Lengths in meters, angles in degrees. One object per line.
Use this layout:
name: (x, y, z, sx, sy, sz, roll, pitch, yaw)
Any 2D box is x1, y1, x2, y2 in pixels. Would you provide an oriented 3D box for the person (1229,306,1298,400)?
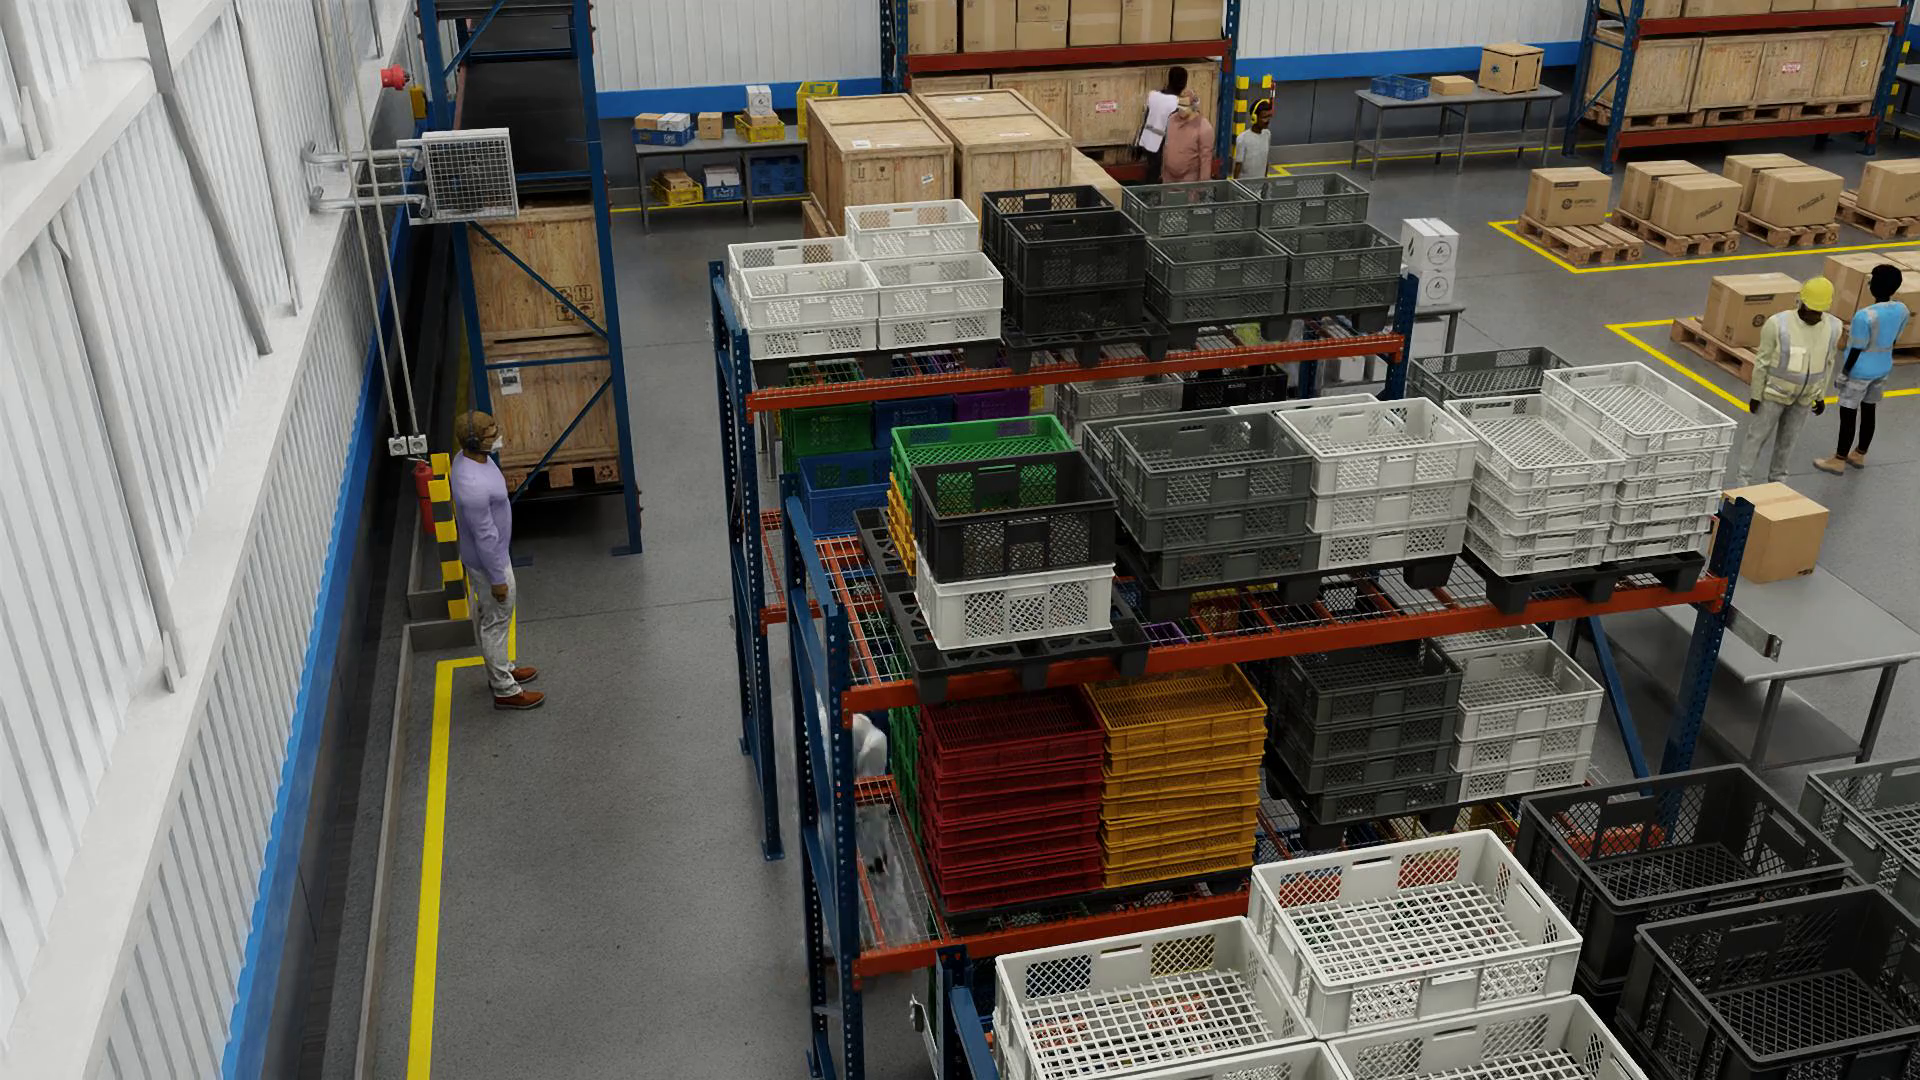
person: (2.355, -1.296, 12.835, 0.557, 1.809, 0.649, -8, 29, -15)

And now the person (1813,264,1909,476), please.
person: (7.080, -1.330, 13.022, 0.540, 1.693, 0.317, -13, 30, -23)

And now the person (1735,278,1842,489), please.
person: (6.217, -1.104, 12.460, 0.591, 1.822, 0.404, 0, 28, 0)

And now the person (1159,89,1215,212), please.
person: (2.346, -3.786, 17.478, 0.401, 1.899, 0.666, -20, 34, -33)

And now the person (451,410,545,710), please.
person: (-2.817, 0.114, 10.026, 0.372, 1.940, 0.630, -9, 29, -16)

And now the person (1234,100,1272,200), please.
person: (2.992, -3.608, 17.173, 0.508, 1.862, 0.332, -21, 34, -35)

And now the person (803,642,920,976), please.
person: (-0.463, 1.277, 7.899, 0.594, 1.863, 0.546, 21, 34, 34)

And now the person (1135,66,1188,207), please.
person: (2.251, -4.330, 18.541, 1.022, 1.862, 0.628, -11, 30, -20)
